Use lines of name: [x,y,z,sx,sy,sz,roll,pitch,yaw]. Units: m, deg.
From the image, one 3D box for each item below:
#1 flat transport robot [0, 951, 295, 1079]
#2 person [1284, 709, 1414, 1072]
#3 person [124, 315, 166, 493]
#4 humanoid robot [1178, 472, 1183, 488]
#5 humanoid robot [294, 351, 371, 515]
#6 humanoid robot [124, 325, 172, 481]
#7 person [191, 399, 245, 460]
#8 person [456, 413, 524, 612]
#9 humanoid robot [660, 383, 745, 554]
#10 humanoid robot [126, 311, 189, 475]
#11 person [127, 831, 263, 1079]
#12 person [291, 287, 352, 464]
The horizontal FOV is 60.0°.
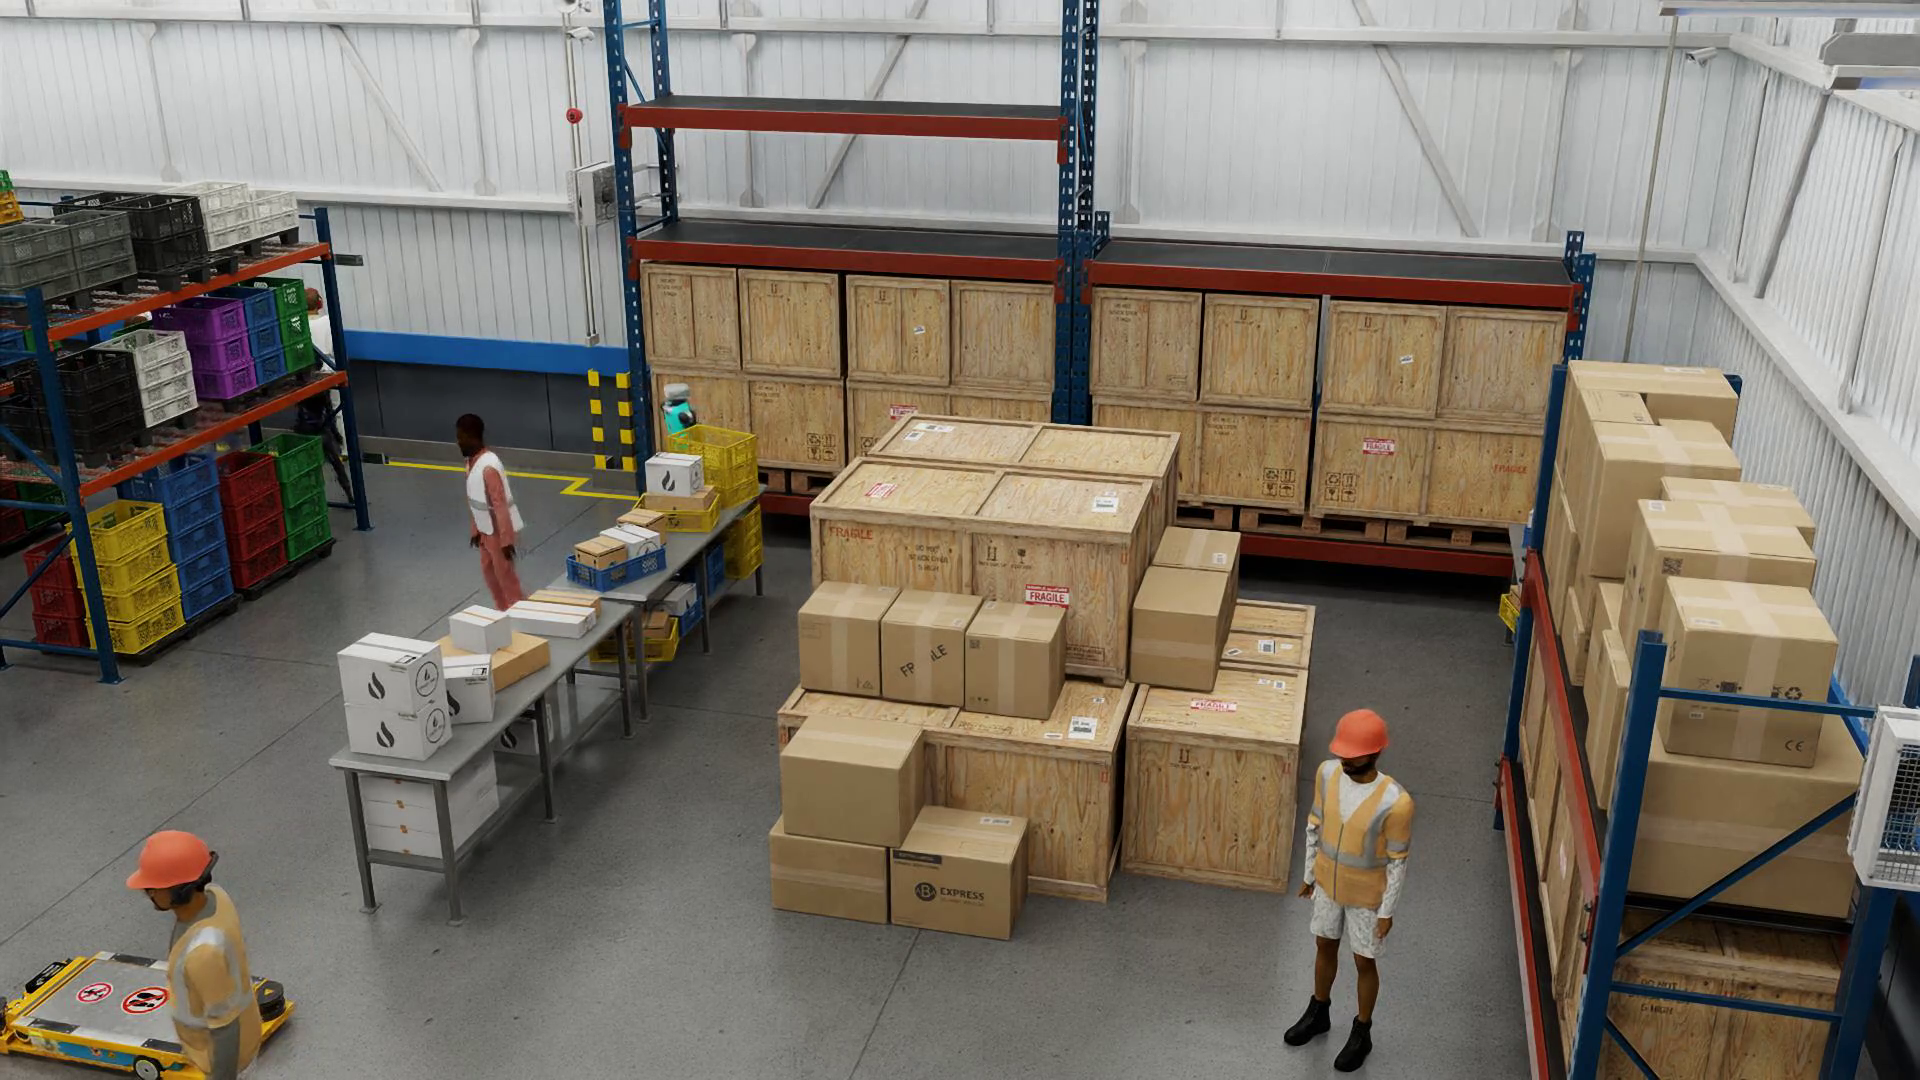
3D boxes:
flat transport robot: [-4.270,2.464,8.601,1.431,0.231,0.659,5,22,13]
person: [1.920,1.715,8.223,0.356,1.937,0.546,-19,28,-41]
person: [-7.928,-1.293,16.247,0.432,1.836,0.629,-3,21,-7]
humanoid robot: [1.228,0.140,12.737,1.067,1.773,0.530,11,23,26]
humanoid robot: [-6.063,-1.011,15.751,0.722,1.630,0.589,3,21,8]
humanoid robot: [-8.072,-1.334,16.475,0.822,1.760,0.549,-2,21,-5]
person: [-7.165,-1.130,15.966,0.530,1.745,0.789,-1,21,-1]
person: [-3.580,-0.037,12.899,0.386,1.878,0.739,-11,24,-27]
humanoid robot: [-2.147,-0.509,14.379,0.766,1.803,0.540,-13,24,-30]
humanoid robot: [-8.146,-1.504,16.906,0.546,1.790,0.677,-11,23,-26]
person: [-3.142,2.126,7.003,0.394,2.042,0.608,-9,23,-22]
person: [-6.629,-1.698,17.272,0.566,1.850,0.390,-5,22,-13]
